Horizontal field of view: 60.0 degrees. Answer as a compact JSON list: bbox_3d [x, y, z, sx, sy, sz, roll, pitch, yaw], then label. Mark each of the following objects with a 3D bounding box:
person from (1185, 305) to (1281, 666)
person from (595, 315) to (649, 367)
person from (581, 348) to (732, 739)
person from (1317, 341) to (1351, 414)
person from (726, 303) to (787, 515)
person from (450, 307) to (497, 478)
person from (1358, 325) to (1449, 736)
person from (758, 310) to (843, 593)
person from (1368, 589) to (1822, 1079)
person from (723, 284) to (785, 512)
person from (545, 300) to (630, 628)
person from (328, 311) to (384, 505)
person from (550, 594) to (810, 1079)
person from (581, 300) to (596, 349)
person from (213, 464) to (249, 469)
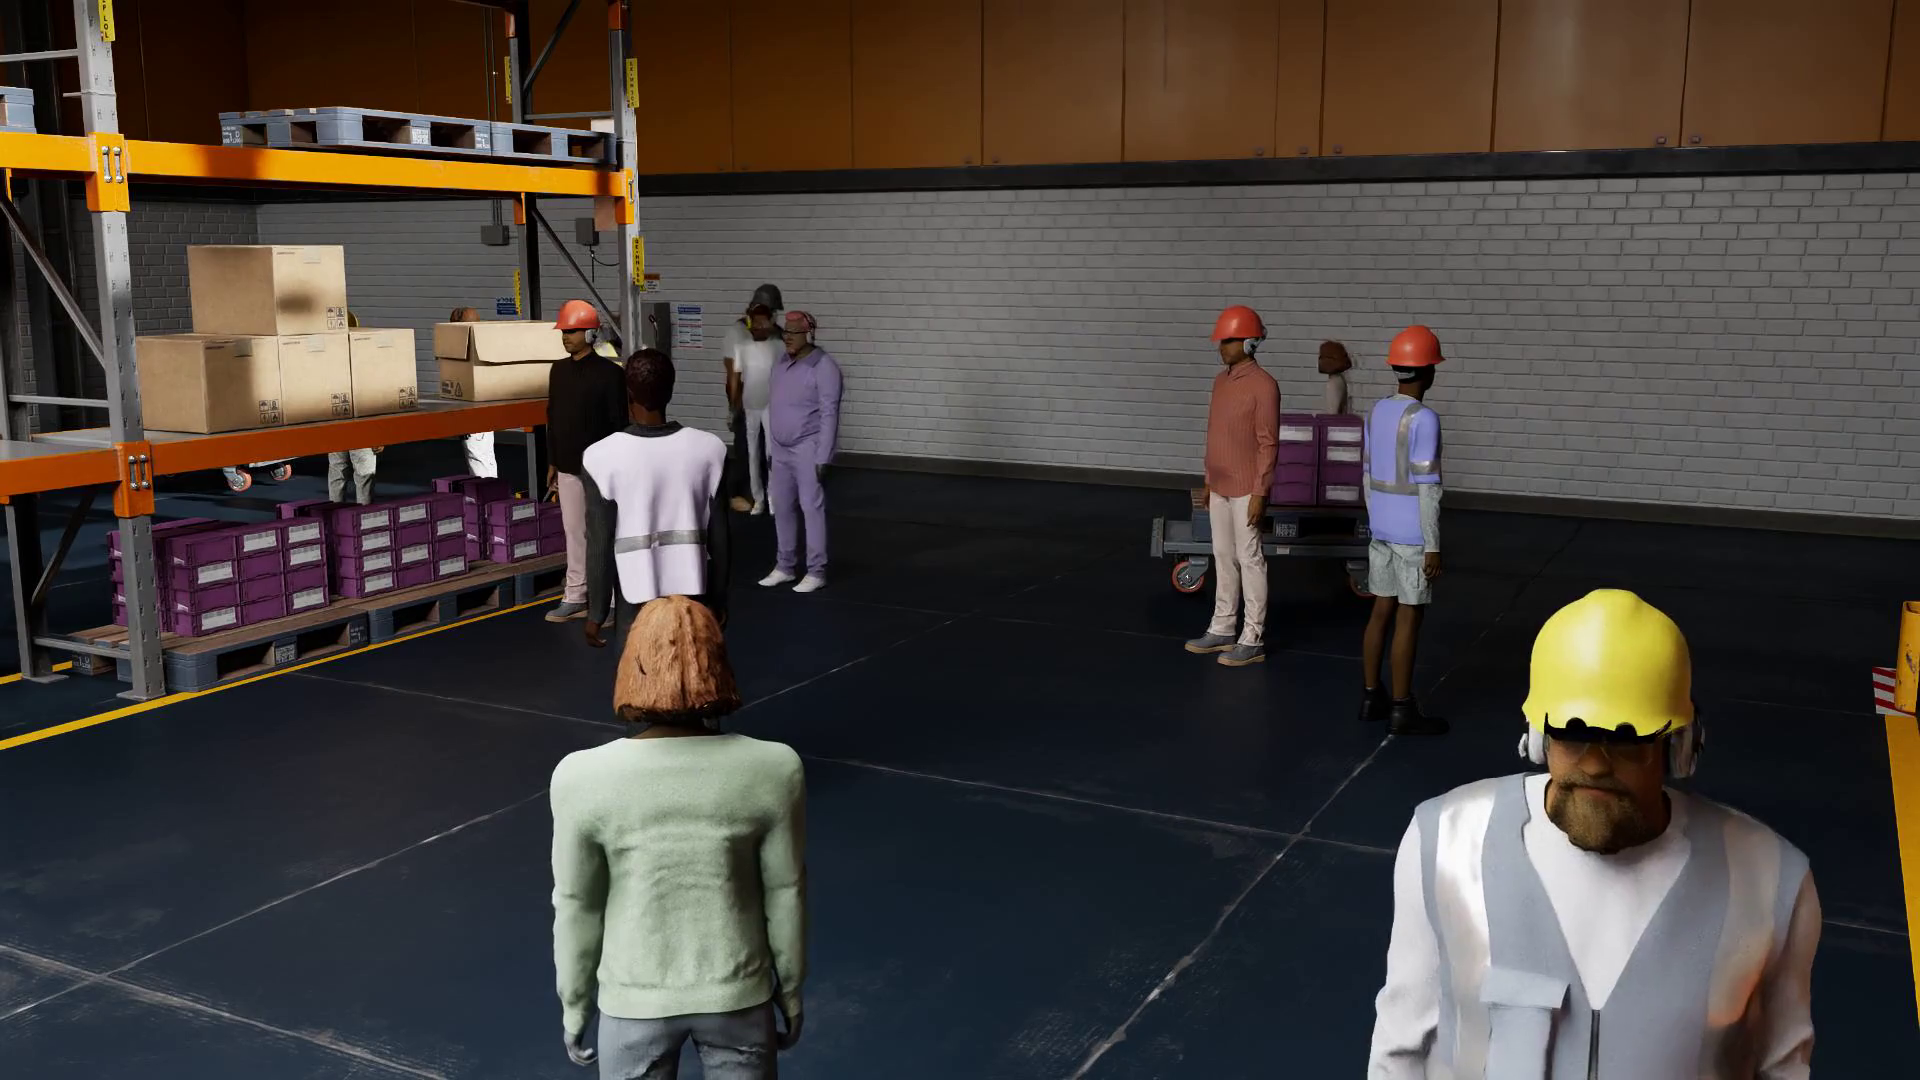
[{"bbox_3d":[1.539,-0.305,9.274,0.376,1.995,0.611,-4,11,-23],"label":"person"},{"bbox_3d":[-2.852,-1.022,14.079,0.640,1.784,0.978,-6,11,-31],"label":"person"},{"bbox_3d":[-1.157,0.226,6.417,0.587,1.920,0.390,-5,11,-29],"label":"person"},{"bbox_3d":[2.948,-0.730,12.874,0.739,1.610,0.504,3,10,15],"label":"person"},{"bbox_3d":[-1.751,-1.116,14.401,0.549,1.844,0.526,0,10,3],"label":"person"},{"bbox_3d":[-4.033,-1.000,13.763,0.430,1.838,0.619,-1,10,-3],"label":"person"},{"bbox_3d":[2.132,-0.044,7.916,0.345,1.940,0.551,-3,10,-16],"label":"person"},{"bbox_3d":[-1.084,-0.599,11.258,0.664,1.899,0.416,9,14,44],"label":"person"},{"bbox_3d":[0.886,0.964,2.398,0.600,1.830,0.404,3,10,19],"label":"person"},{"bbox_3d":[-1.742,-1.268,14.716,0.537,2.000,0.709,8,13,39],"label":"person"},{"bbox_3d":[-2.297,-0.462,10.177,0.609,1.996,0.379,5,11,29],"label":"person"},{"bbox_3d":[-4.742,-0.865,12.972,0.592,1.837,0.404,3,10,16],"label":"person"},{"bbox_3d":[-0.543,0.916,3.286,0.497,1.626,0.288,-2,10,-11],"label":"person"},{"bbox_3d":[-3.515,-1.312,15.526,0.653,1.852,0.653,-4,10,-21],"label":"person"},{"bbox_3d":[-7.811,-1.720,17.600,0.404,1.945,0.615,5,11,25],"label":"person"}]
